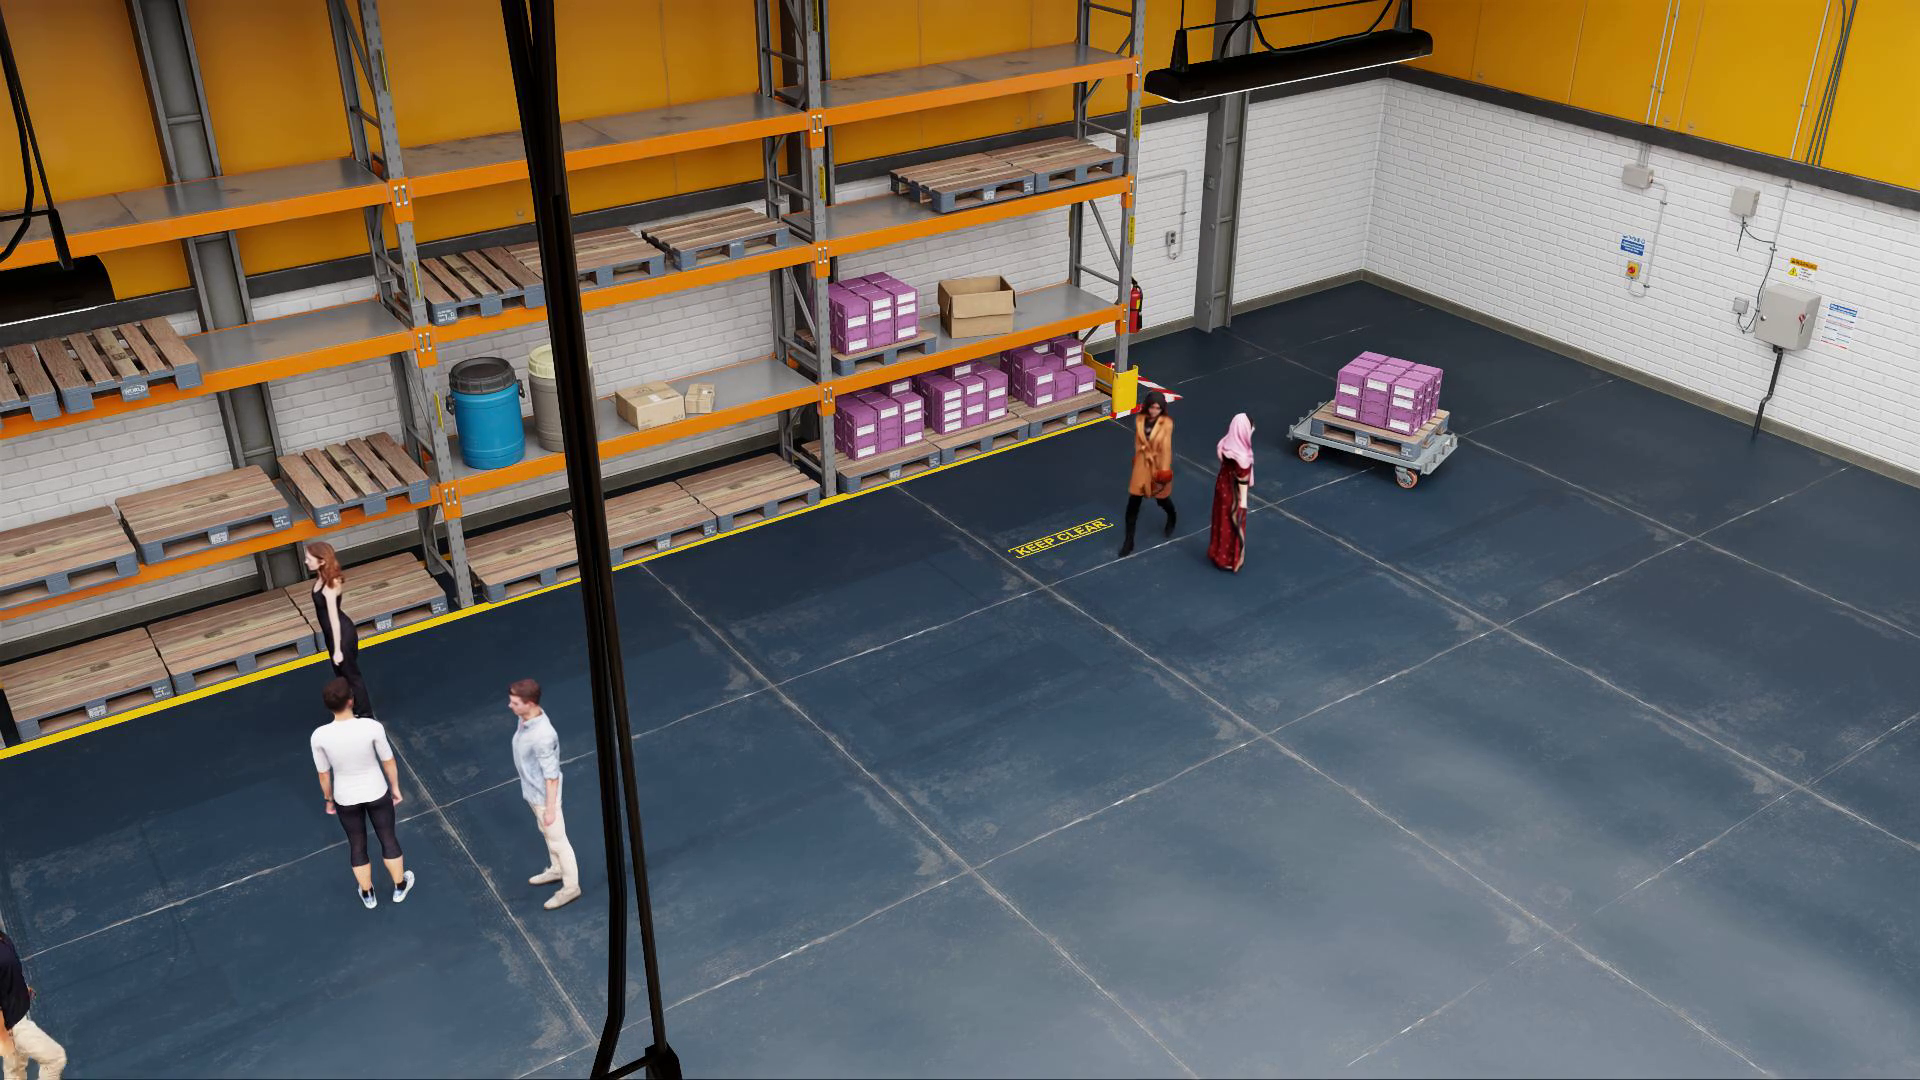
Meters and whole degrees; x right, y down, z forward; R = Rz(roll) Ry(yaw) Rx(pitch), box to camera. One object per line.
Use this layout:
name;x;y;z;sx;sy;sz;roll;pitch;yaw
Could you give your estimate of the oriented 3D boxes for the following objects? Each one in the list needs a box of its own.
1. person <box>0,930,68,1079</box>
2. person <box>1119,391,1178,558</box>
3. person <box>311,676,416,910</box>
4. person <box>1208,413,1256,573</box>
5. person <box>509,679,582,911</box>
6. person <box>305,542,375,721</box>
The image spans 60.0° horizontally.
person;-5.692;2.825;9.752;0.641;1.843;0.680;-16;32;-27
person;1.934;-0.690;16.353;0.960;1.693;1.209;17;33;28
person;-4.201;1.776;11.668;0.614;1.850;0.794;-8;30;-15
person;2.617;-0.477;16.025;0.762;1.633;0.766;-5;29;-8
person;-2.929;1.759;11.702;0.554;1.847;0.668;-15;32;-26
person;-5.059;0.779;13.607;0.501;1.743;0.557;-18;33;-29
